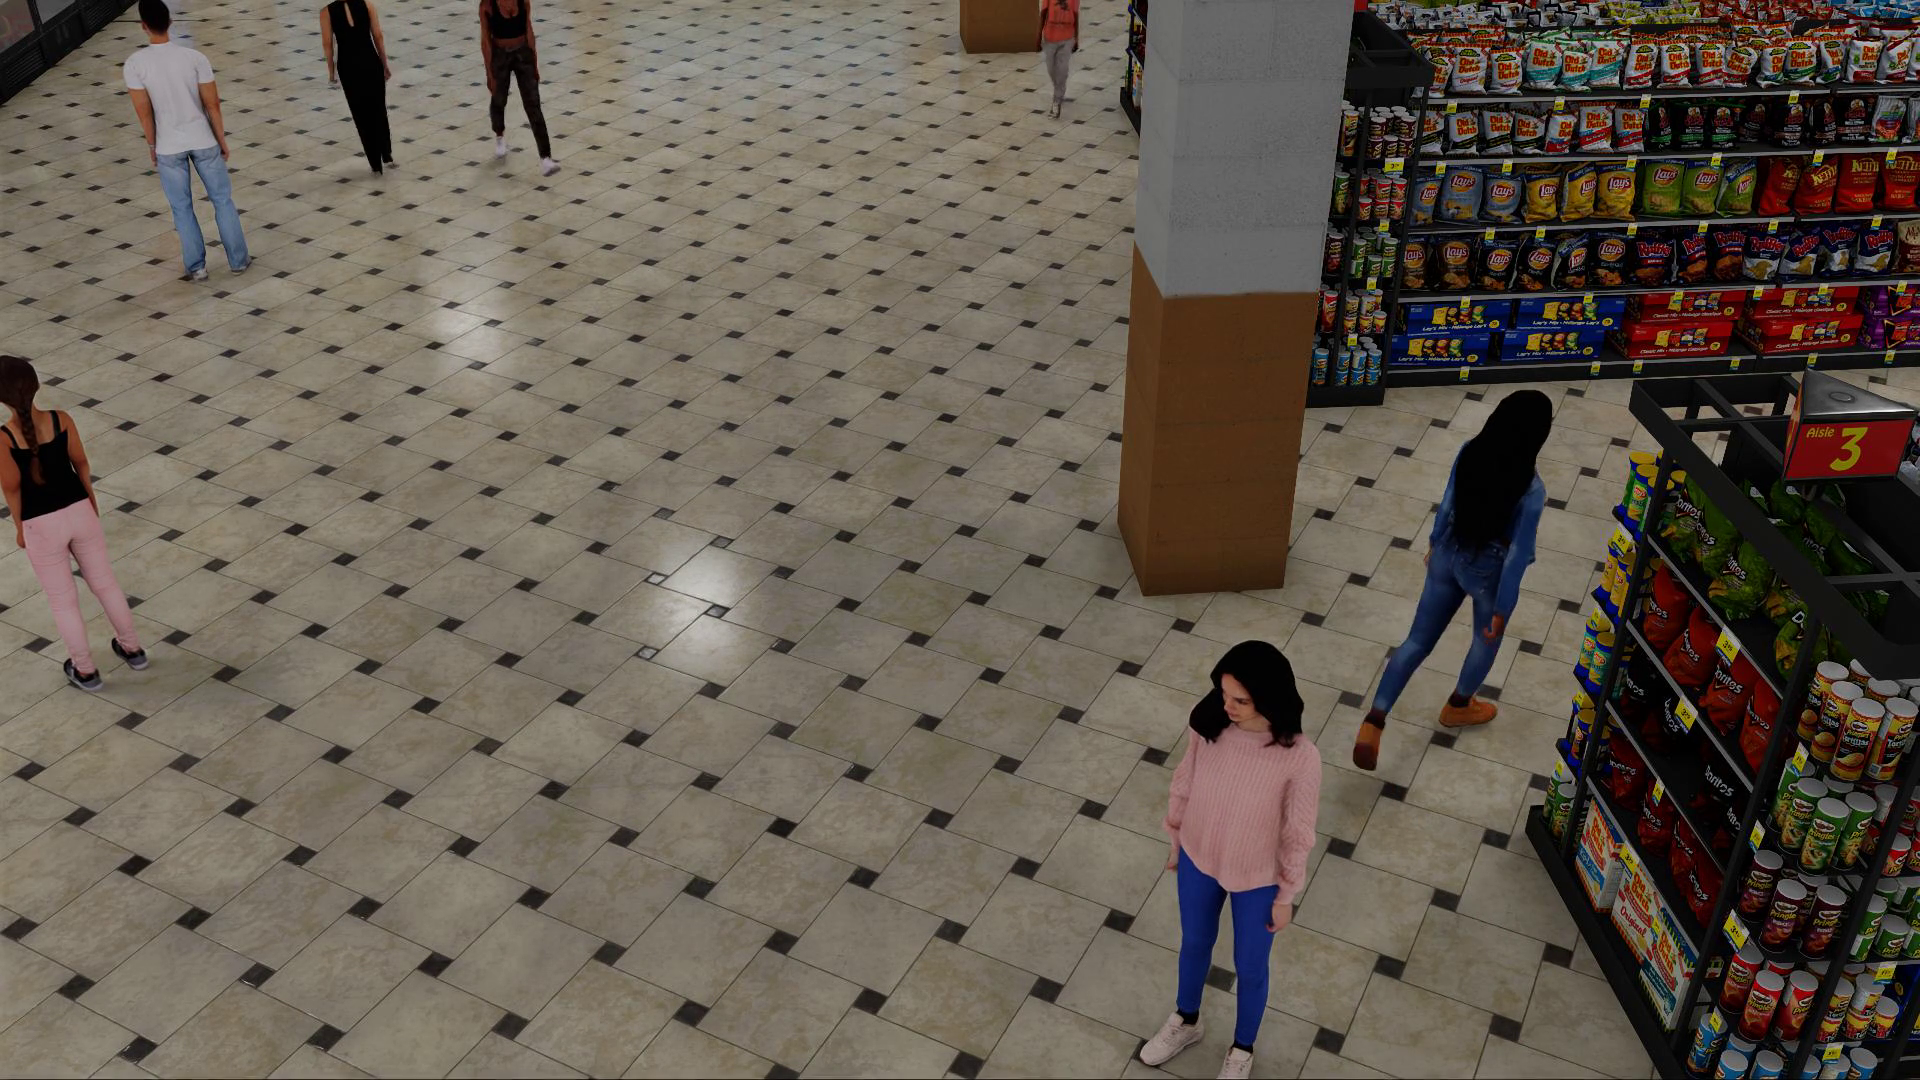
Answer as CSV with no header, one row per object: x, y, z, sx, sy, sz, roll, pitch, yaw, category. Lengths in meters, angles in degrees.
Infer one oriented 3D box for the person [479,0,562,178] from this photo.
-3.464,-3.623,12.781,1.305,1.603,1.040,-15,35,-22,person

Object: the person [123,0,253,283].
-5.086,-2.620,10.919,0.639,1.867,0.807,-15,35,-22,person

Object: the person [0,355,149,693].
-3.844,-0.069,7.107,0.651,1.563,0.595,22,38,31,person

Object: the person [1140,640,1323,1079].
0.856,1.019,5.167,0.717,1.765,0.770,25,40,35,person

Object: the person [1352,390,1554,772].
1.958,0.208,6.557,1.238,1.674,1.005,-21,37,-30,person

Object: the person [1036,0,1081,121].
0.849,-4.299,14.160,0.911,1.294,0.754,8,33,12,person

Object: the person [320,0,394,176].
-4.555,-3.548,12.674,0.630,1.589,0.746,-17,36,-25,person
